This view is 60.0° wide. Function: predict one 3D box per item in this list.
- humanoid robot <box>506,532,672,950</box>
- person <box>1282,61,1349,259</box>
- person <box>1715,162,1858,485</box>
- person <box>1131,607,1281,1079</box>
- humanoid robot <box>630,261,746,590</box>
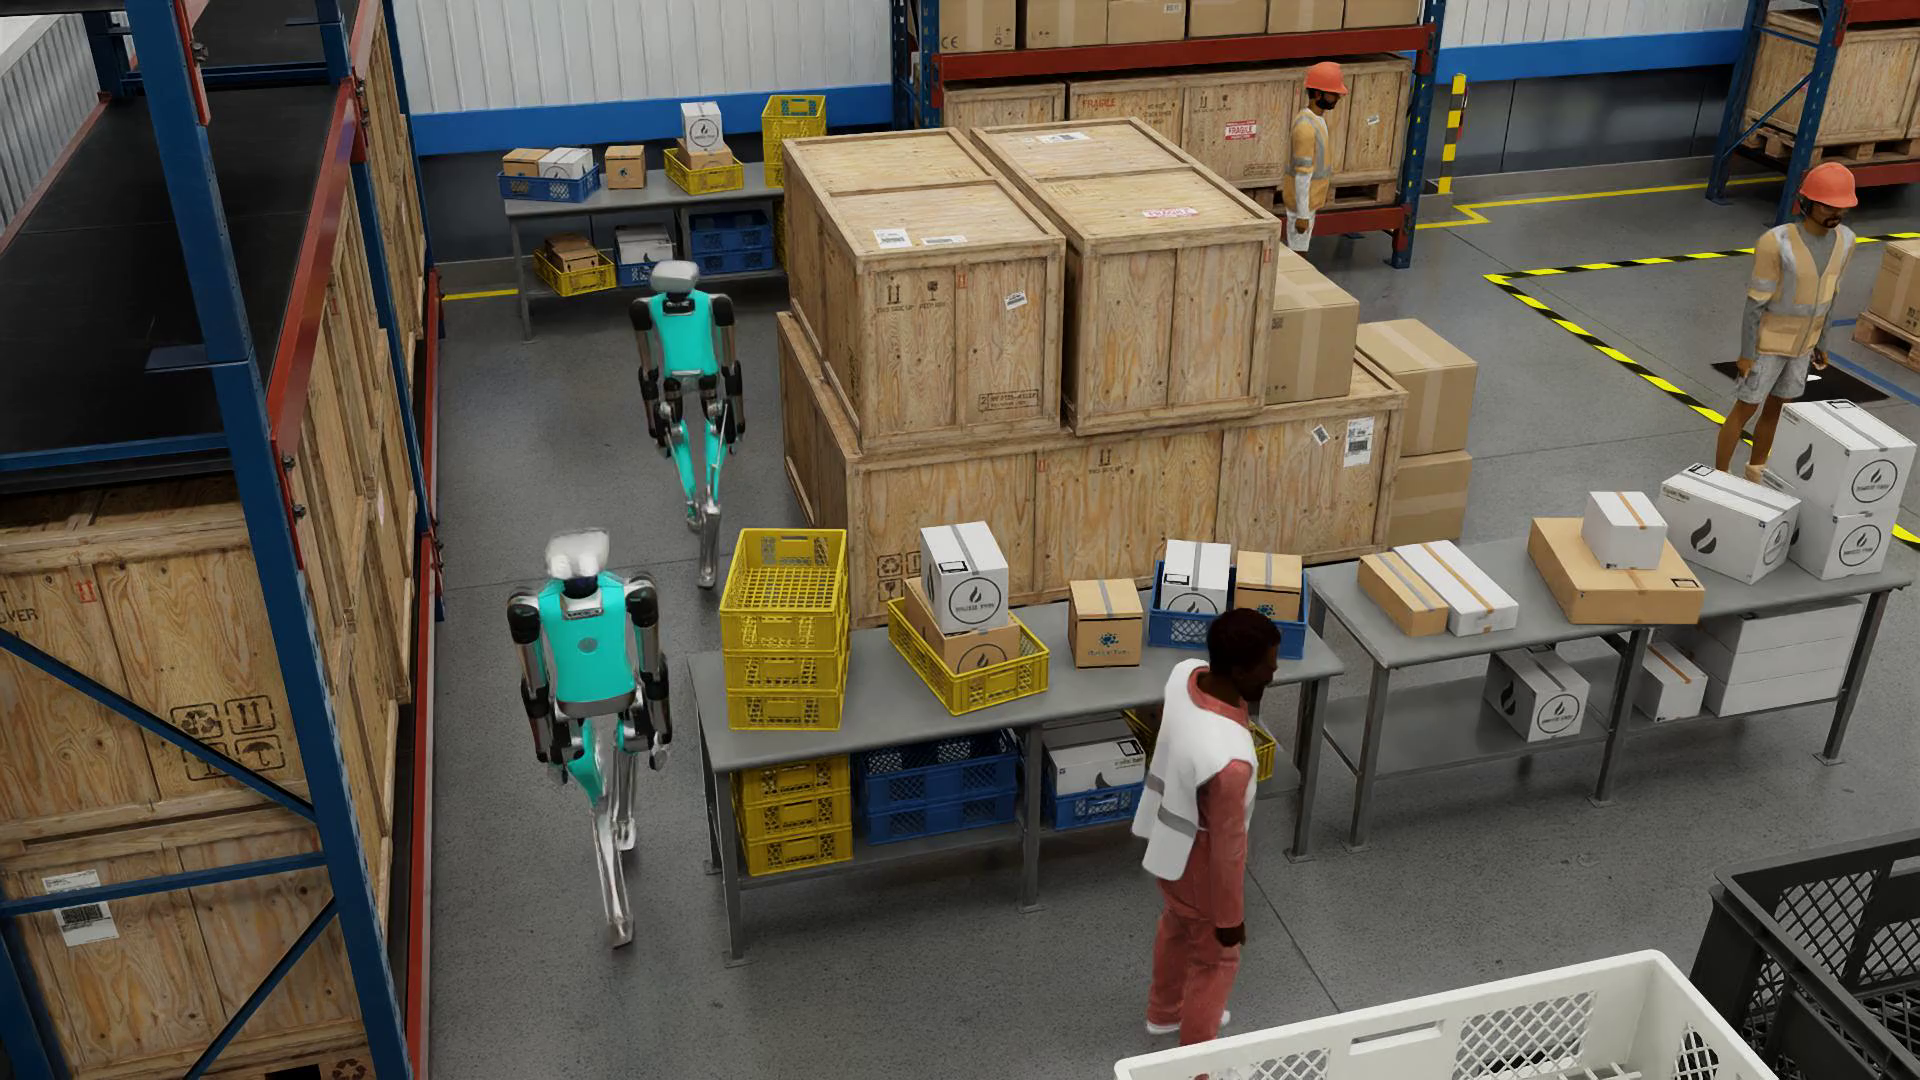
[{"bbox_3d":[-1.398,0.658,6.458,0.539,1.772,1.038,-7,30,-12],"label":"humanoid robot"},{"bbox_3d":[2.468,-2.399,11.746,0.375,1.932,0.550,8,30,14],"label":"person"},{"bbox_3d":[4.613,-1.100,9.276,0.604,2.045,0.383,-8,30,-14],"label":"person"},{"bbox_3d":[0.800,1.044,5.524,0.444,1.908,0.619,-3,29,-6],"label":"person"},{"bbox_3d":[-1.394,-0.528,8.574,0.557,1.742,1.037,0,29,-1],"label":"humanoid robot"}]
